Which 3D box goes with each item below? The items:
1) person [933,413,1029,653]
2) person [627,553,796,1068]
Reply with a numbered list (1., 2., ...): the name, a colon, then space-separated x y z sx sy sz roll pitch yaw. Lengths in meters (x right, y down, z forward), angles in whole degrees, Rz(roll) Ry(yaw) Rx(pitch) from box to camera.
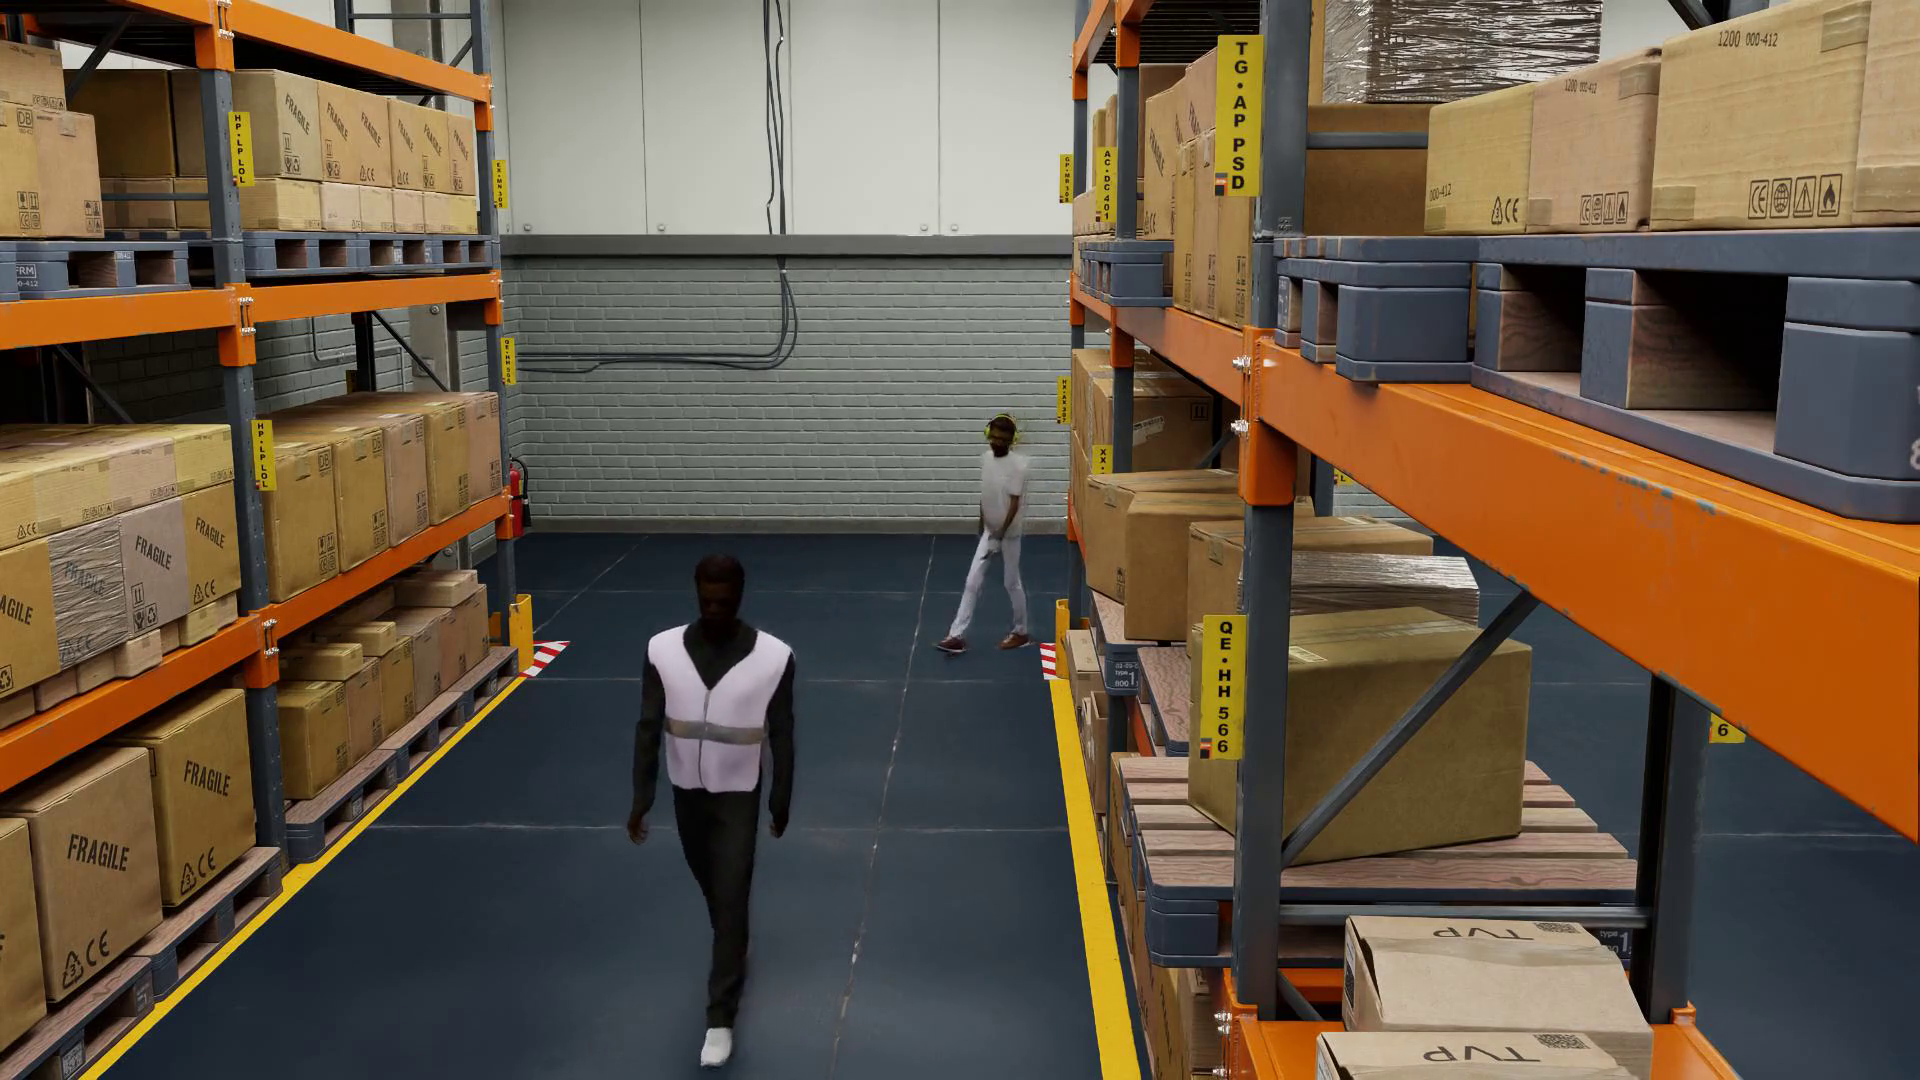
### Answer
1. person: 0.230 -0.025 12.202 0.937 1.809 0.550 -9 14 -43
2. person: -0.941 0.960 6.491 0.603 1.880 0.982 1 10 8
